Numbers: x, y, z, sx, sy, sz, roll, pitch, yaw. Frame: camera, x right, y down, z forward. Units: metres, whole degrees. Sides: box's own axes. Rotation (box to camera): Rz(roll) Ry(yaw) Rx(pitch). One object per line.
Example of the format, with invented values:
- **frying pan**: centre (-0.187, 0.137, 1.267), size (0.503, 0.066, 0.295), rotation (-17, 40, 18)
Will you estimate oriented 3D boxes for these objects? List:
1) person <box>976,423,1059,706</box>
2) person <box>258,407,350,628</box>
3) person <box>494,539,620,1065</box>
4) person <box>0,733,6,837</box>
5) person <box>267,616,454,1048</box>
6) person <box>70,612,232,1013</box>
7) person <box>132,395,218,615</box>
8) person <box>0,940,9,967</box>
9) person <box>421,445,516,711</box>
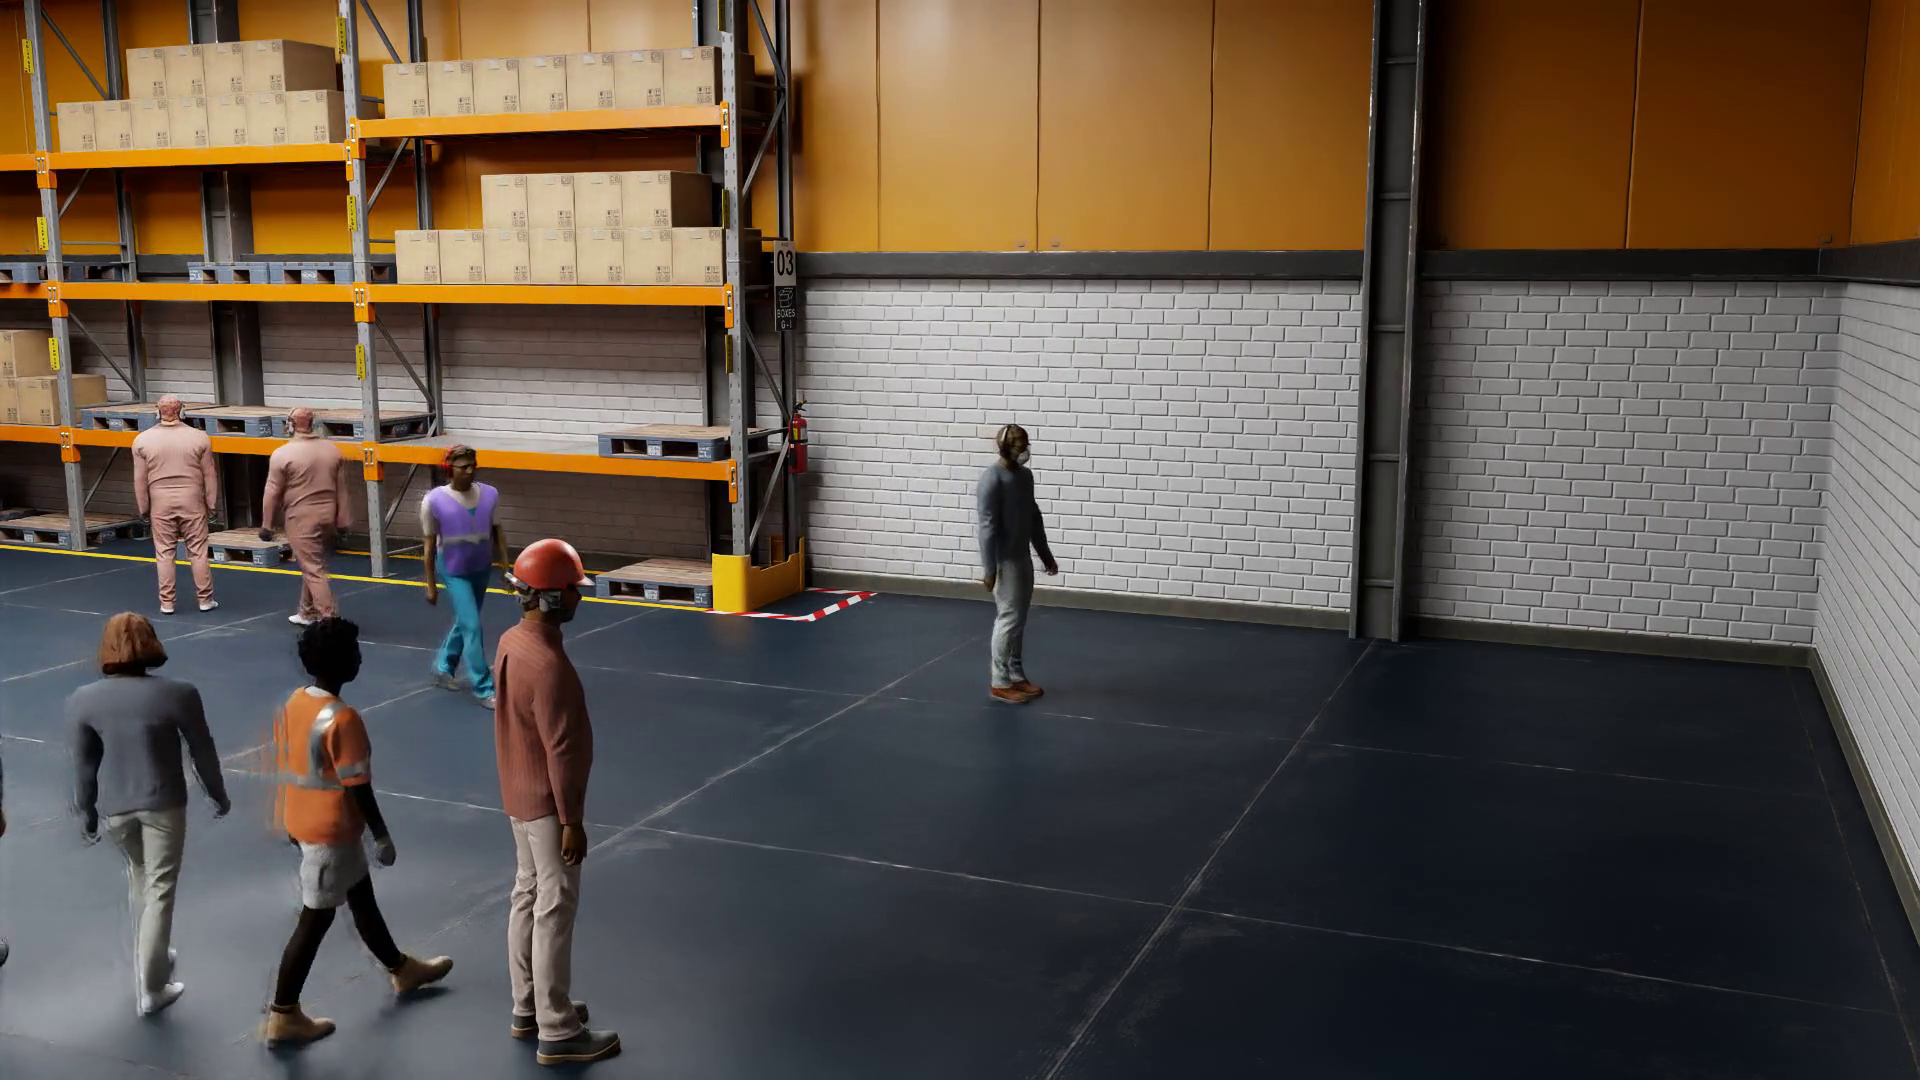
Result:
- **person**: centre (0.382, 0.156, 11.539), size (0.447, 1.934, 0.651), rotation (5, 10, 27)
- **person**: centre (-5.388, -0.143, 13.546), size (0.872, 1.869, 0.641), rotation (5, 11, 27)
- **person**: centre (-1.555, 0.981, 6.339), size (0.394, 1.990, 0.625), rotation (-6, 11, -31)
- **person**: centre (-4.122, 1.057, 6.719), size (0.488, 1.713, 0.652), rotation (-5, 11, -30)
- **person**: centre (-2.411, 1.115, 6.549), size (0.808, 1.647, 0.540), rotation (-7, 12, -38)
- **person**: centre (-3.321, 1.083, 6.875), size (0.518, 1.609, 0.674), rotation (0, 9, -2)
- **person**: centre (-6.774, -0.306, 14.409), size (0.652, 1.904, 0.403), rotation (-4, 10, -21)
- **person**: centre (-4.178, 1.078, 6.565), size (0.528, 1.716, 0.899), rotation (-1, 9, -4)
- **person**: centre (-3.434, 0.226, 11.508), size (0.946, 1.805, 0.586), rotation (8, 12, 39)
